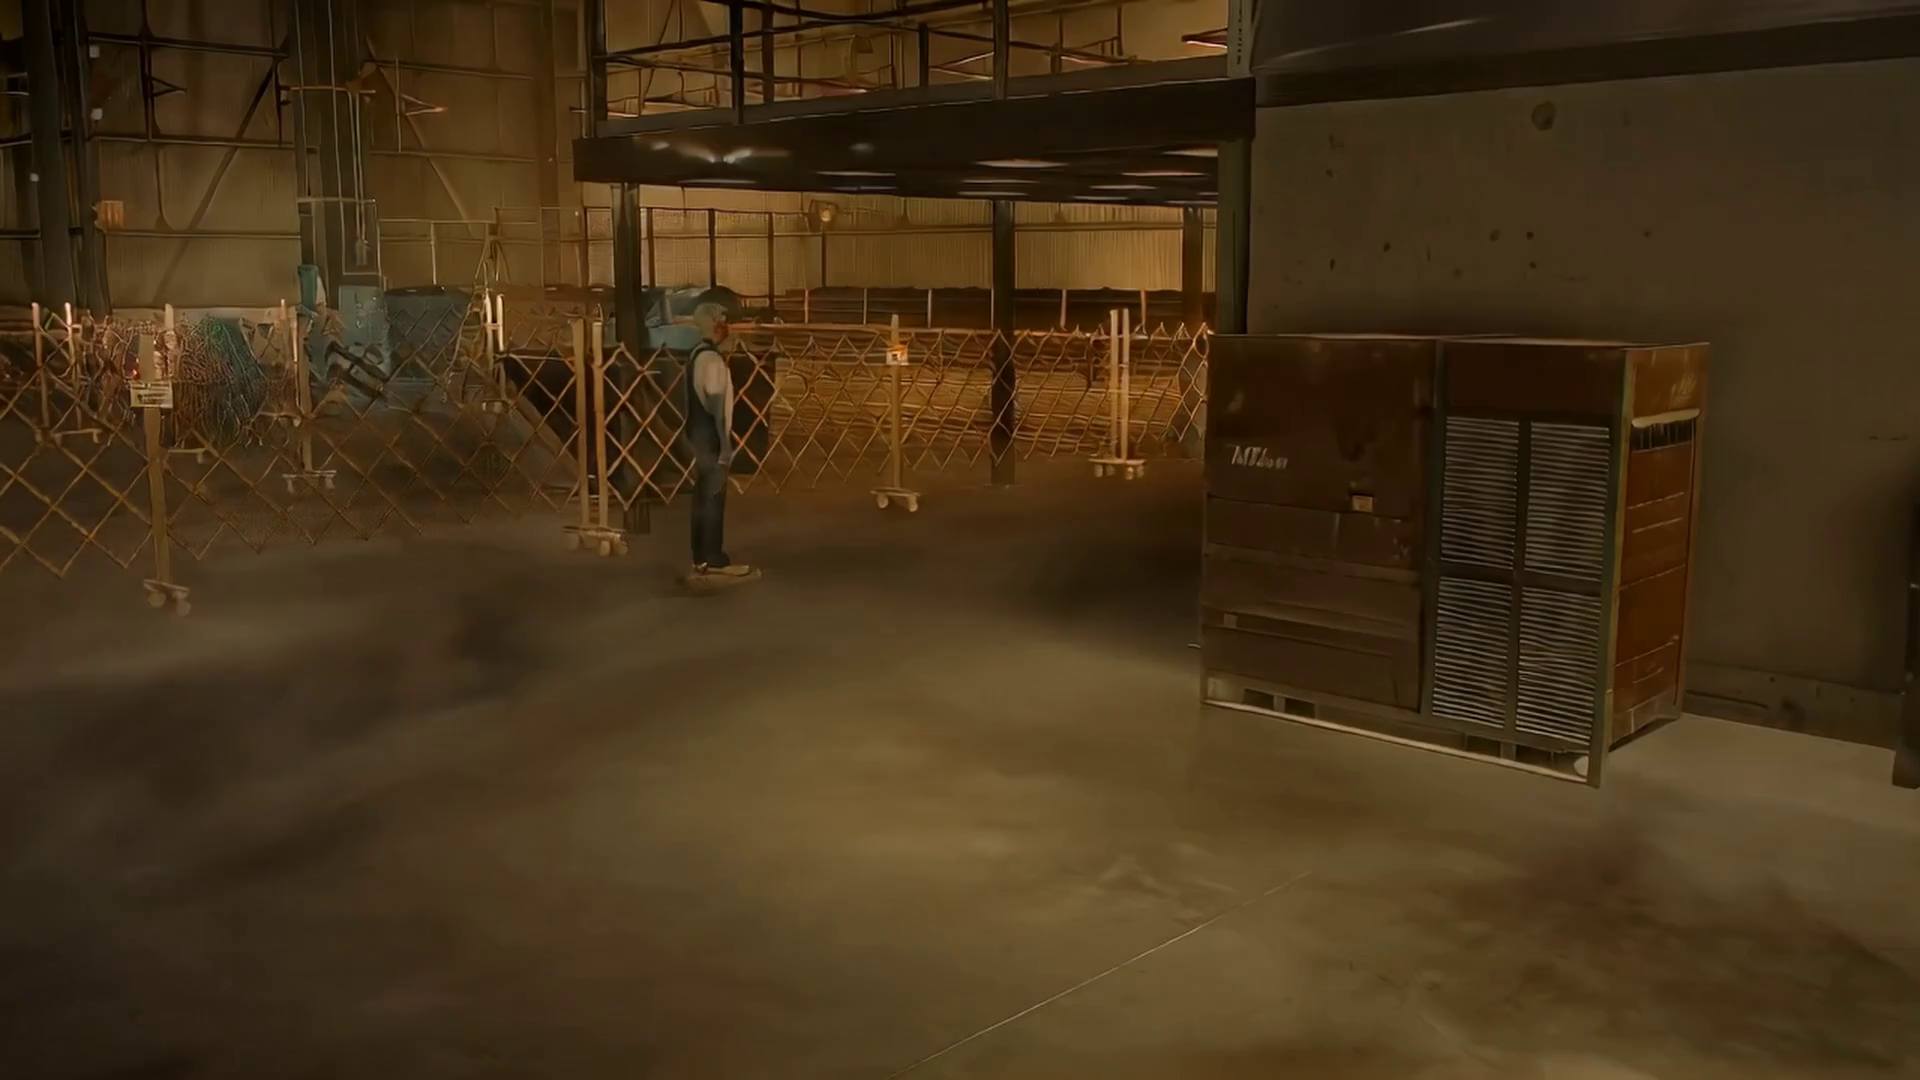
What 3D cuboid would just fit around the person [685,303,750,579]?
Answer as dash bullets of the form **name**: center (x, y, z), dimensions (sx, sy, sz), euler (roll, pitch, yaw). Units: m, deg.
- **person**: center (-1.654, -0.662, 11.171), dimensions (0.345, 1.846, 0.508), euler (-5, 10, -27)
